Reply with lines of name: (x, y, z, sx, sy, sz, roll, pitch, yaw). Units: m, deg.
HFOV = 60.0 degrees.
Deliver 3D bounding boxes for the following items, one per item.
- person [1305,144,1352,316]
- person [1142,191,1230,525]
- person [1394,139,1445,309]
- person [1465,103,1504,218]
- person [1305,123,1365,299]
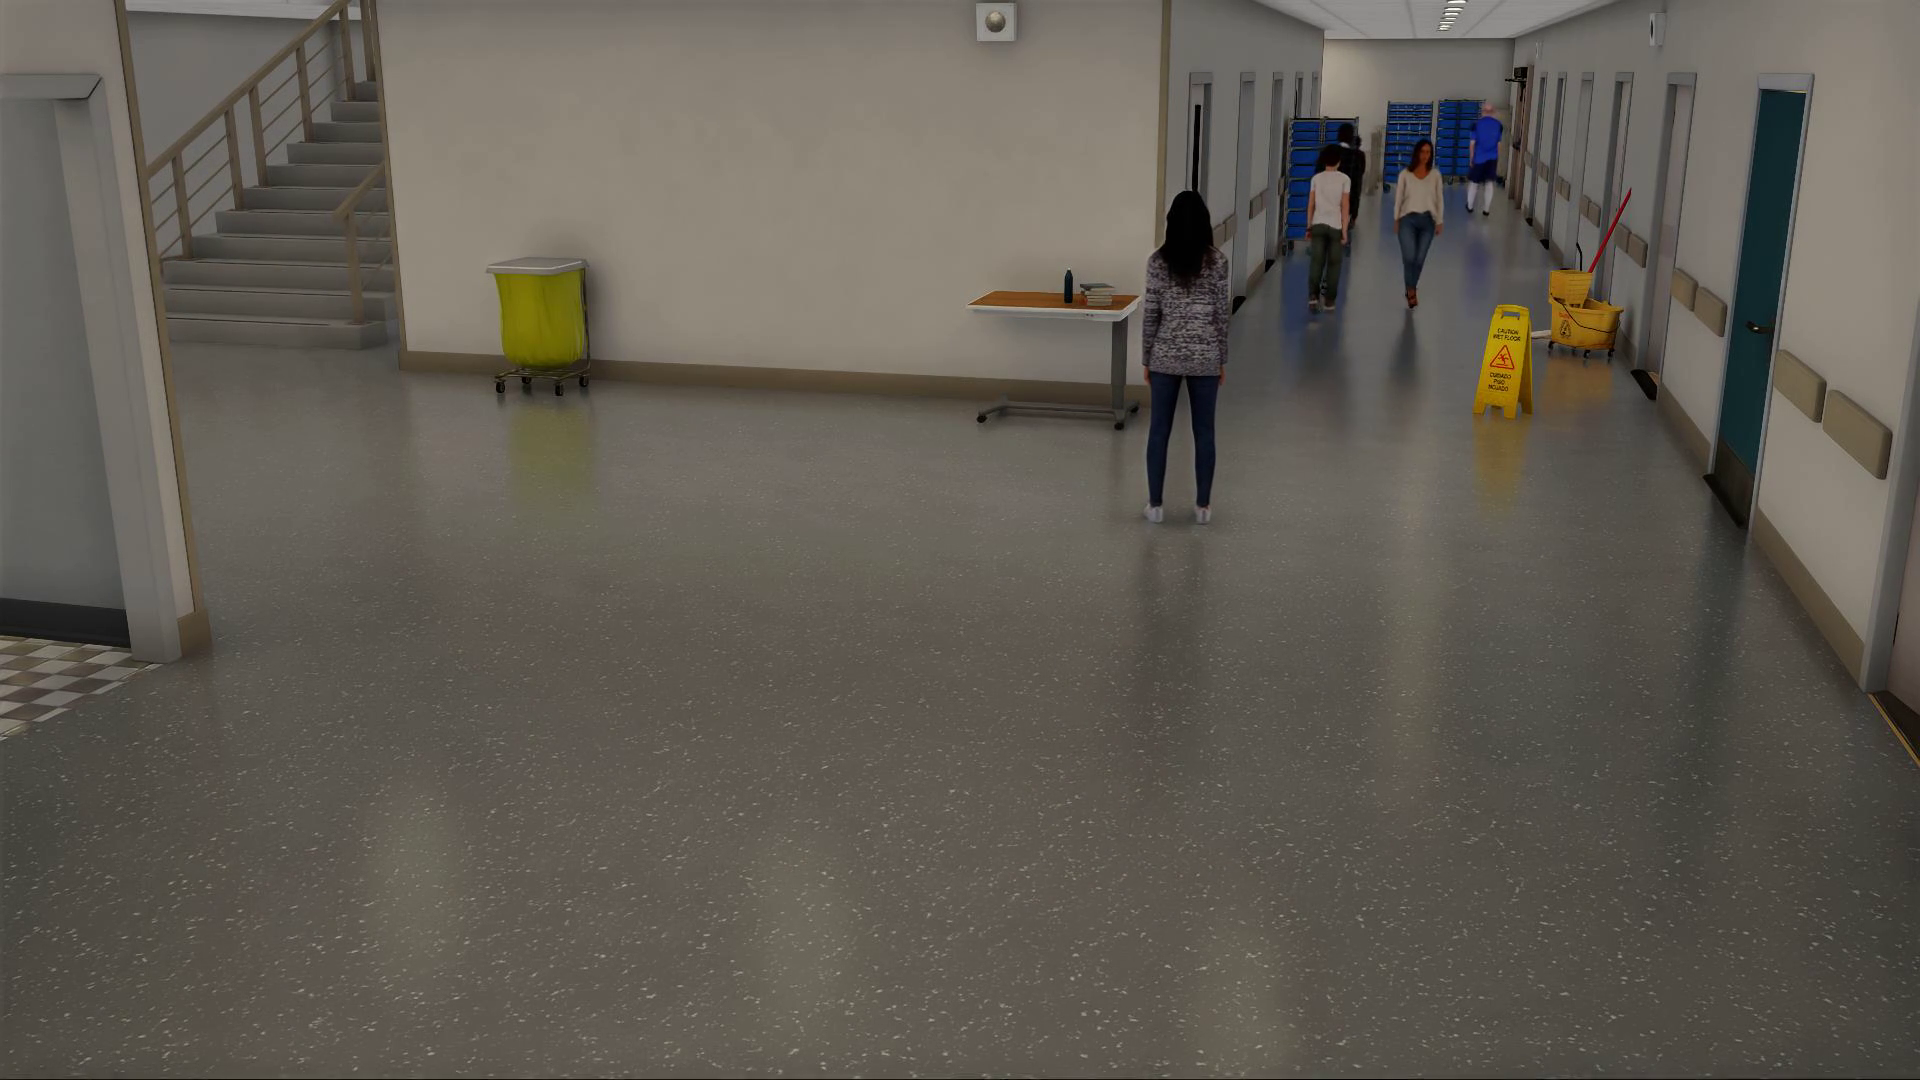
person: (3.532, -2.970, 16.080, 0.661, 1.621, 1.130, 6, 17, 20)
person: (1.178, -0.949, 8.707, 0.615, 1.731, 0.542, 2, 16, 9)
person: (4.576, -3.152, 16.696, 0.755, 1.637, 1.127, 1, 16, 4)
person: (8.510, -6.110, 26.911, 0.792, 1.786, 1.195, 2, 16, 6)
person: (3.862, -3.336, 17.134, 0.868, 1.754, 1.291, 0, 16, 0)
